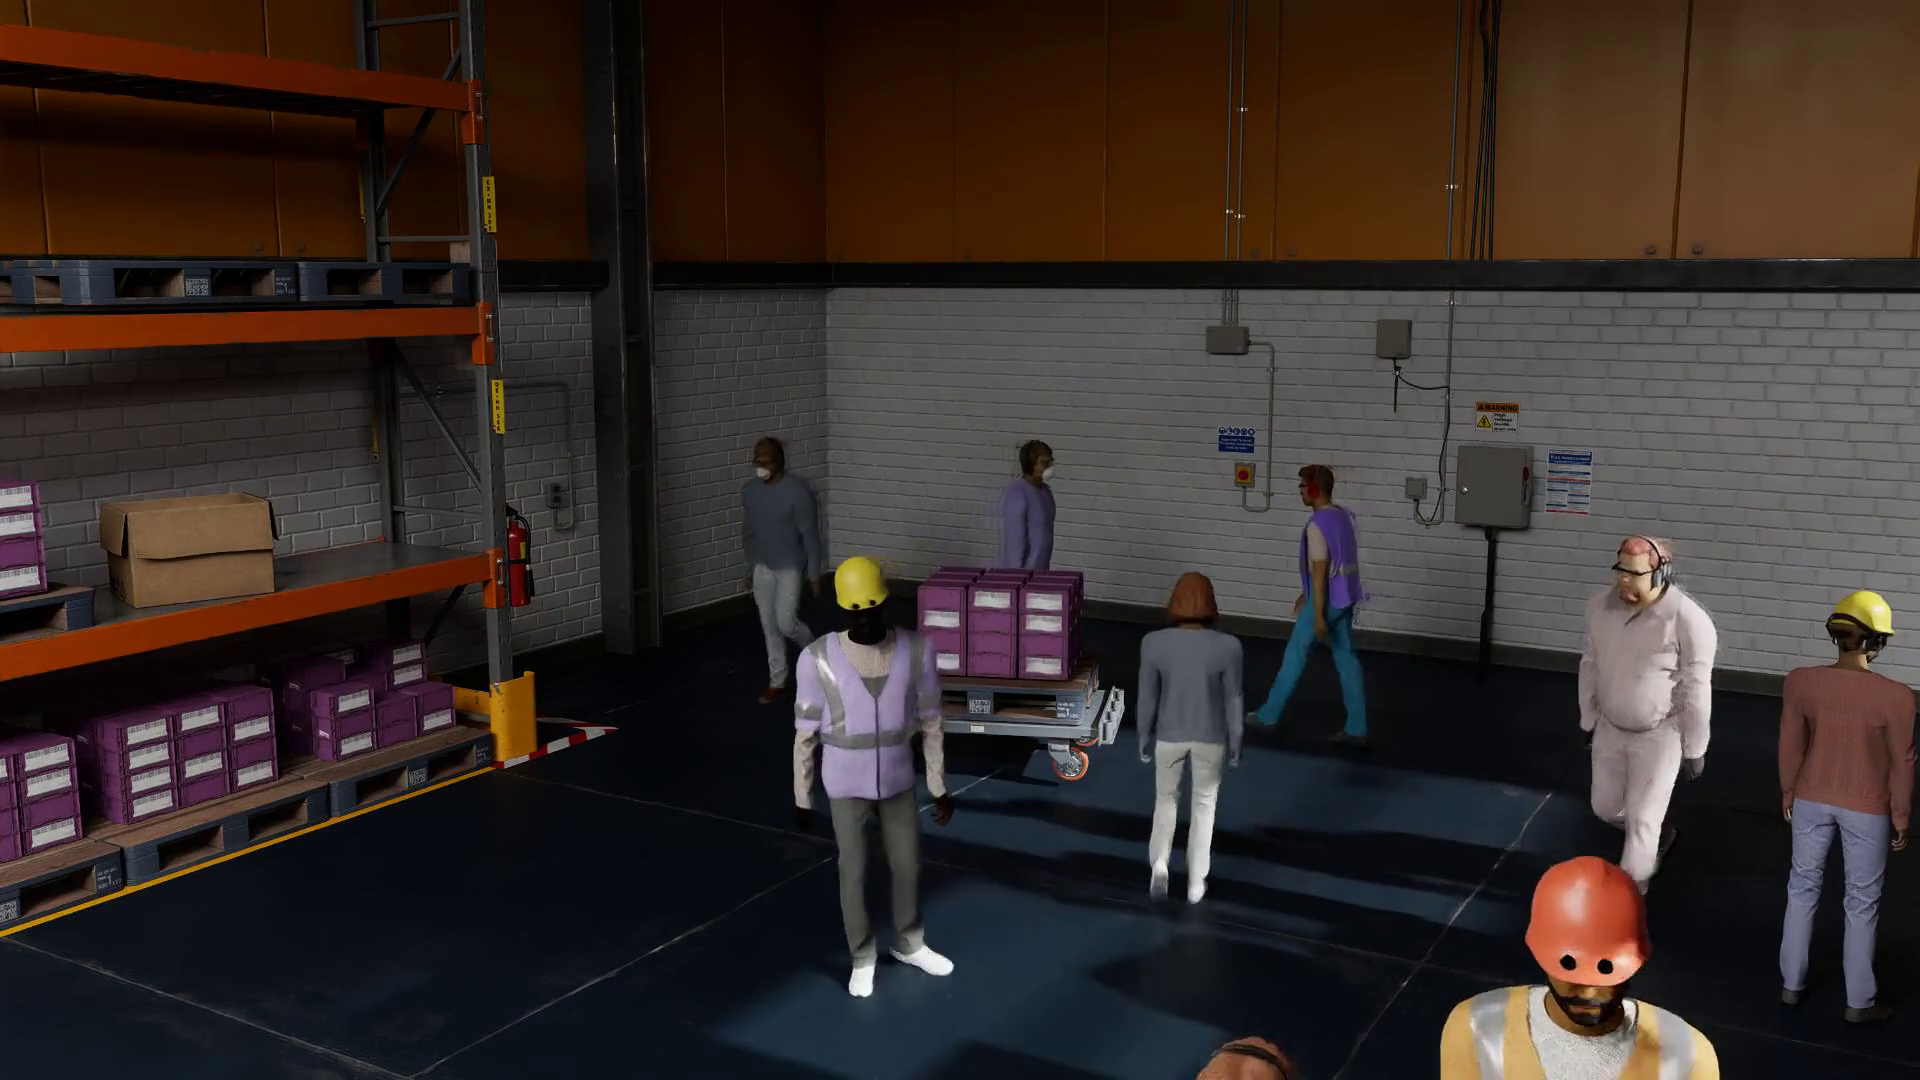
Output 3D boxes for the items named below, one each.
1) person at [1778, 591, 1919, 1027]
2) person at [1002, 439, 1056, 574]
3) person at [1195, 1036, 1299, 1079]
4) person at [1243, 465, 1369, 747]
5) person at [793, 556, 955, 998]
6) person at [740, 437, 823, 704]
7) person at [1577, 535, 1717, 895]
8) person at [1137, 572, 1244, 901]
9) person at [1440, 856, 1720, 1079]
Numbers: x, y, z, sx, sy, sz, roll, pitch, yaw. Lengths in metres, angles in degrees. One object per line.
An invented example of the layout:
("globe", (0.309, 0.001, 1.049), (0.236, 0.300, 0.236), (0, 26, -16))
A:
("person", (3.595, 1.081, 6.757), (0.328, 1.760, 0.524), (-8, 12, -40))
("person", (0.414, 0.258, 11.413), (0.639, 1.924, 0.633), (4, 10, 25))
("person", (0.484, 1.737, 3.119), (0.521, 1.614, 0.705), (4, 10, 25))
("person", (2.270, 0.416, 10.772), (0.954, 1.793, 0.572), (7, 11, 37))
("person", (-0.368, 0.986, 6.902), (0.661, 1.901, 0.514), (-3, 10, -20))
("person", (-1.238, 0.206, 11.775), (0.635, 1.911, 0.567), (6, 11, 34))
("person", (3.214, 0.872, 7.737), (0.710, 1.872, 0.660), (-6, 11, -34))
("person", (1.088, 0.965, 7.917), (0.509, 1.623, 0.458), (3, 10, 17))
("person", (1.228, 1.556, 3.381), (0.545, 1.882, 0.955), (4, 10, 22))
